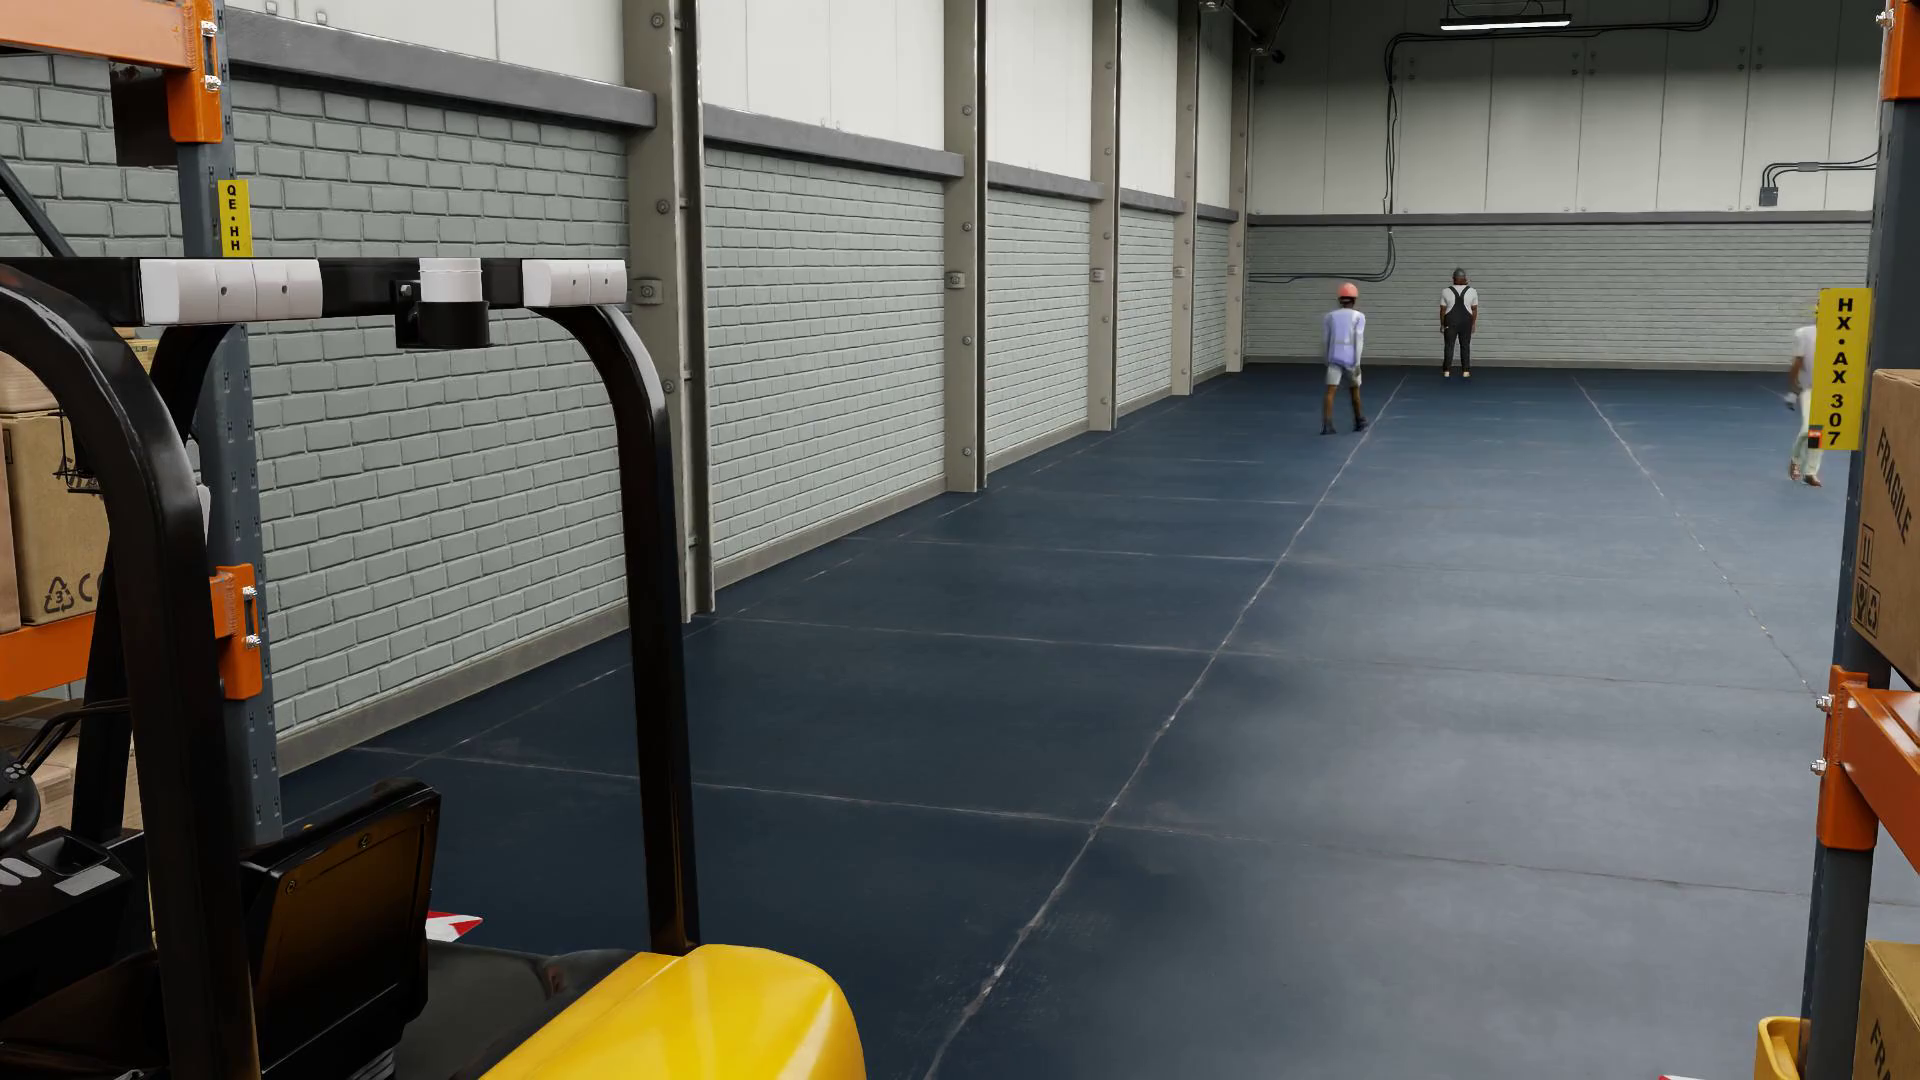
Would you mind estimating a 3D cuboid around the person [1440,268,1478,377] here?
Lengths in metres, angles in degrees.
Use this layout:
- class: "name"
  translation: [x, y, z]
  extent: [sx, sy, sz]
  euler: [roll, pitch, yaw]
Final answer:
- class: "person"
  translation: [9.365, -4.092, 31.307]
  extent: [0.682, 2.000, 0.537]
  euler: [2, 10, 13]

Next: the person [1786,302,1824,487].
- class: "person"
  translation: [8.257, -1.427, 15.999]
  extent: [0.545, 1.851, 0.399]
  euler: [0, 10, 2]

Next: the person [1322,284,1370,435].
- class: "person"
  translation: [4.862, -2.275, 20.983]
  extent: [0.552, 1.874, 1.013]
  euler: [7, 12, 36]
